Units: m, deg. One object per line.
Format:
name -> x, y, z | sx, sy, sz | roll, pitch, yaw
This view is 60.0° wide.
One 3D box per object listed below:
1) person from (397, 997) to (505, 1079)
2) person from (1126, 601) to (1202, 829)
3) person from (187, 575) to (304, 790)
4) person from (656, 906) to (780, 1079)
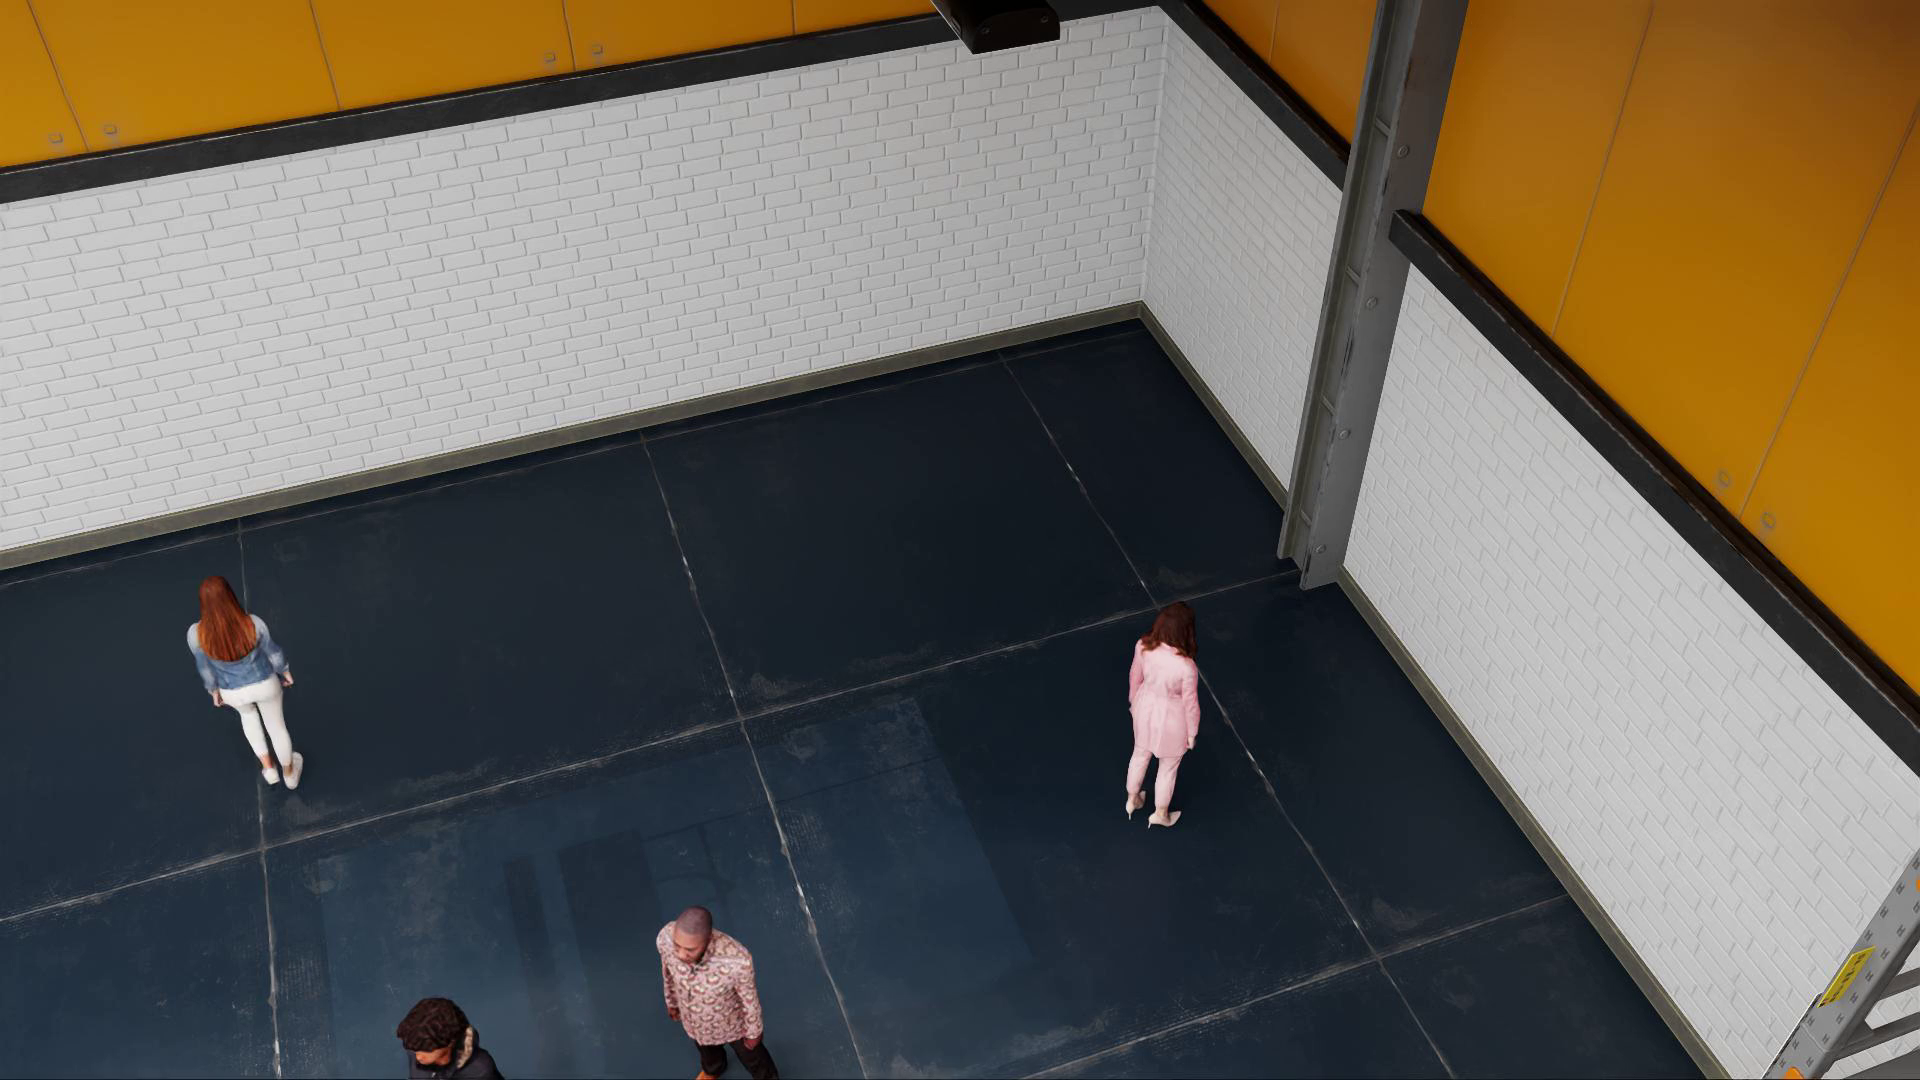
person -> -2.357, 2.723, 7.974 | 0.727, 1.778, 0.765 | 12, 45, 12
person -> 1.168, 1.044, 9.719 | 0.632, 1.801, 0.755 | 30, 51, 28
person -> -4.238, 0.937, 9.912 | 0.651, 1.692, 0.606 | -11, 45, -11
person -> -1.214, 2.342, 8.360 | 0.795, 1.797, 0.841 | 16, 46, 16
